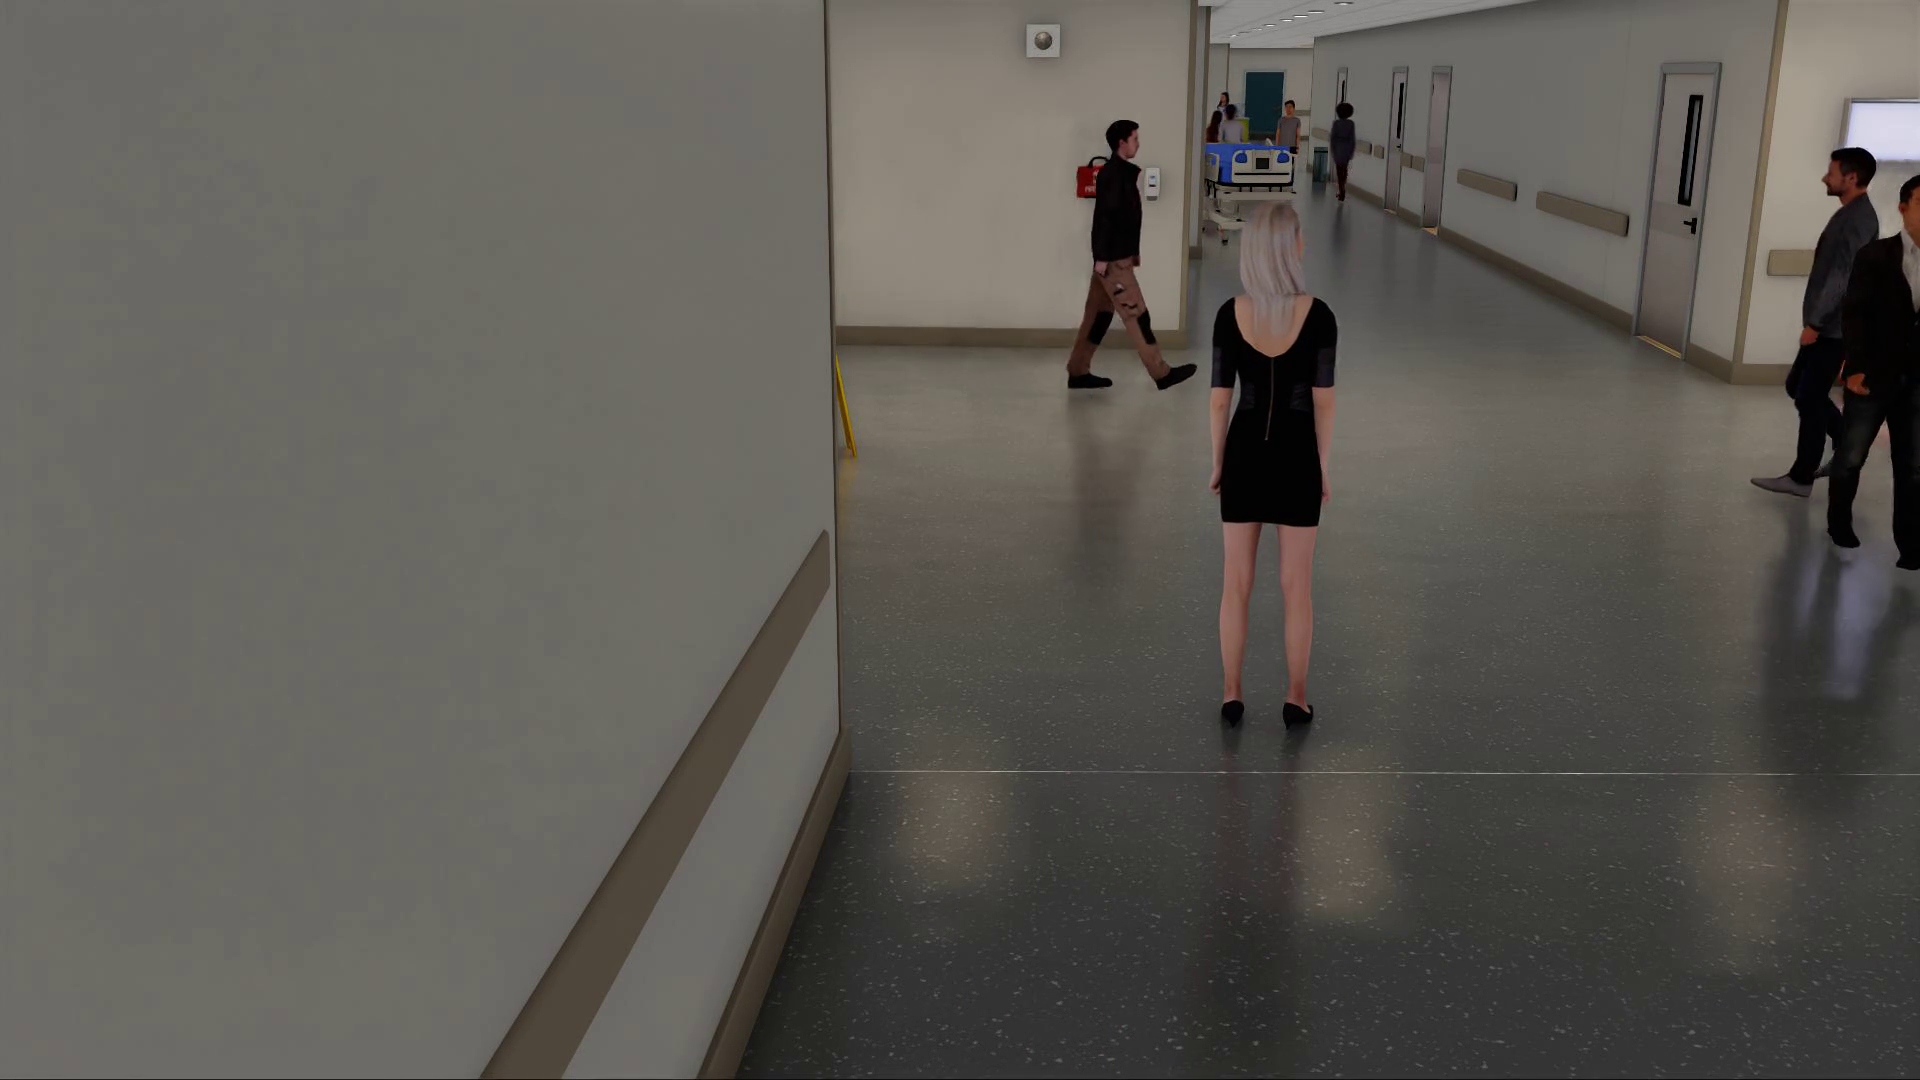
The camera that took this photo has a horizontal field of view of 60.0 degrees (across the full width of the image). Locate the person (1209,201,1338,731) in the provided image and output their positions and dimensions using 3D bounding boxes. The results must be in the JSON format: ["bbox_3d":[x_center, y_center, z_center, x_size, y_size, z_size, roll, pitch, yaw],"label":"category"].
[{"bbox_3d":[1.067,-0.235,5.715,0.499,1.830,0.670,5,16,17],"label":"person"}]

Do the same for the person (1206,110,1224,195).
[{"bbox_3d":[4.691,-7.153,30.807,1.011,1.522,0.718,4,16,14],"label":"person"}]

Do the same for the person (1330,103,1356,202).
[{"bbox_3d":[6.774,-6.836,29.391,0.737,1.688,0.699,-1,16,-3],"label":"person"}]

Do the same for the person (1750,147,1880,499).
[{"bbox_3d":[4.703,-1.133,8.844,0.906,1.861,0.830,8,18,27],"label":"person"}]

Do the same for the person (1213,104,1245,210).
[{"bbox_3d":[4.445,-6.207,27.151,1.139,1.693,0.870,-2,16,-8],"label":"person"}]

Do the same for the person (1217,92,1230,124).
[{"bbox_3d":[6.694,-10.492,42.275,0.632,1.733,0.724,13,20,38],"label":"person"}]

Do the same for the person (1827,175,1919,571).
[{"bbox_3d":[4.280,-0.774,7.750,1.042,1.763,0.779,2,16,7],"label":"person"}]

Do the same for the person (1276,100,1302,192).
[{"bbox_3d":[6.205,-7.454,31.515,0.518,1.724,0.698,4,16,14],"label":"person"}]

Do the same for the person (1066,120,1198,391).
[{"bbox_3d":[0.999,-1.958,11.729,1.154,1.884,0.749,2,16,8],"label":"person"}]
